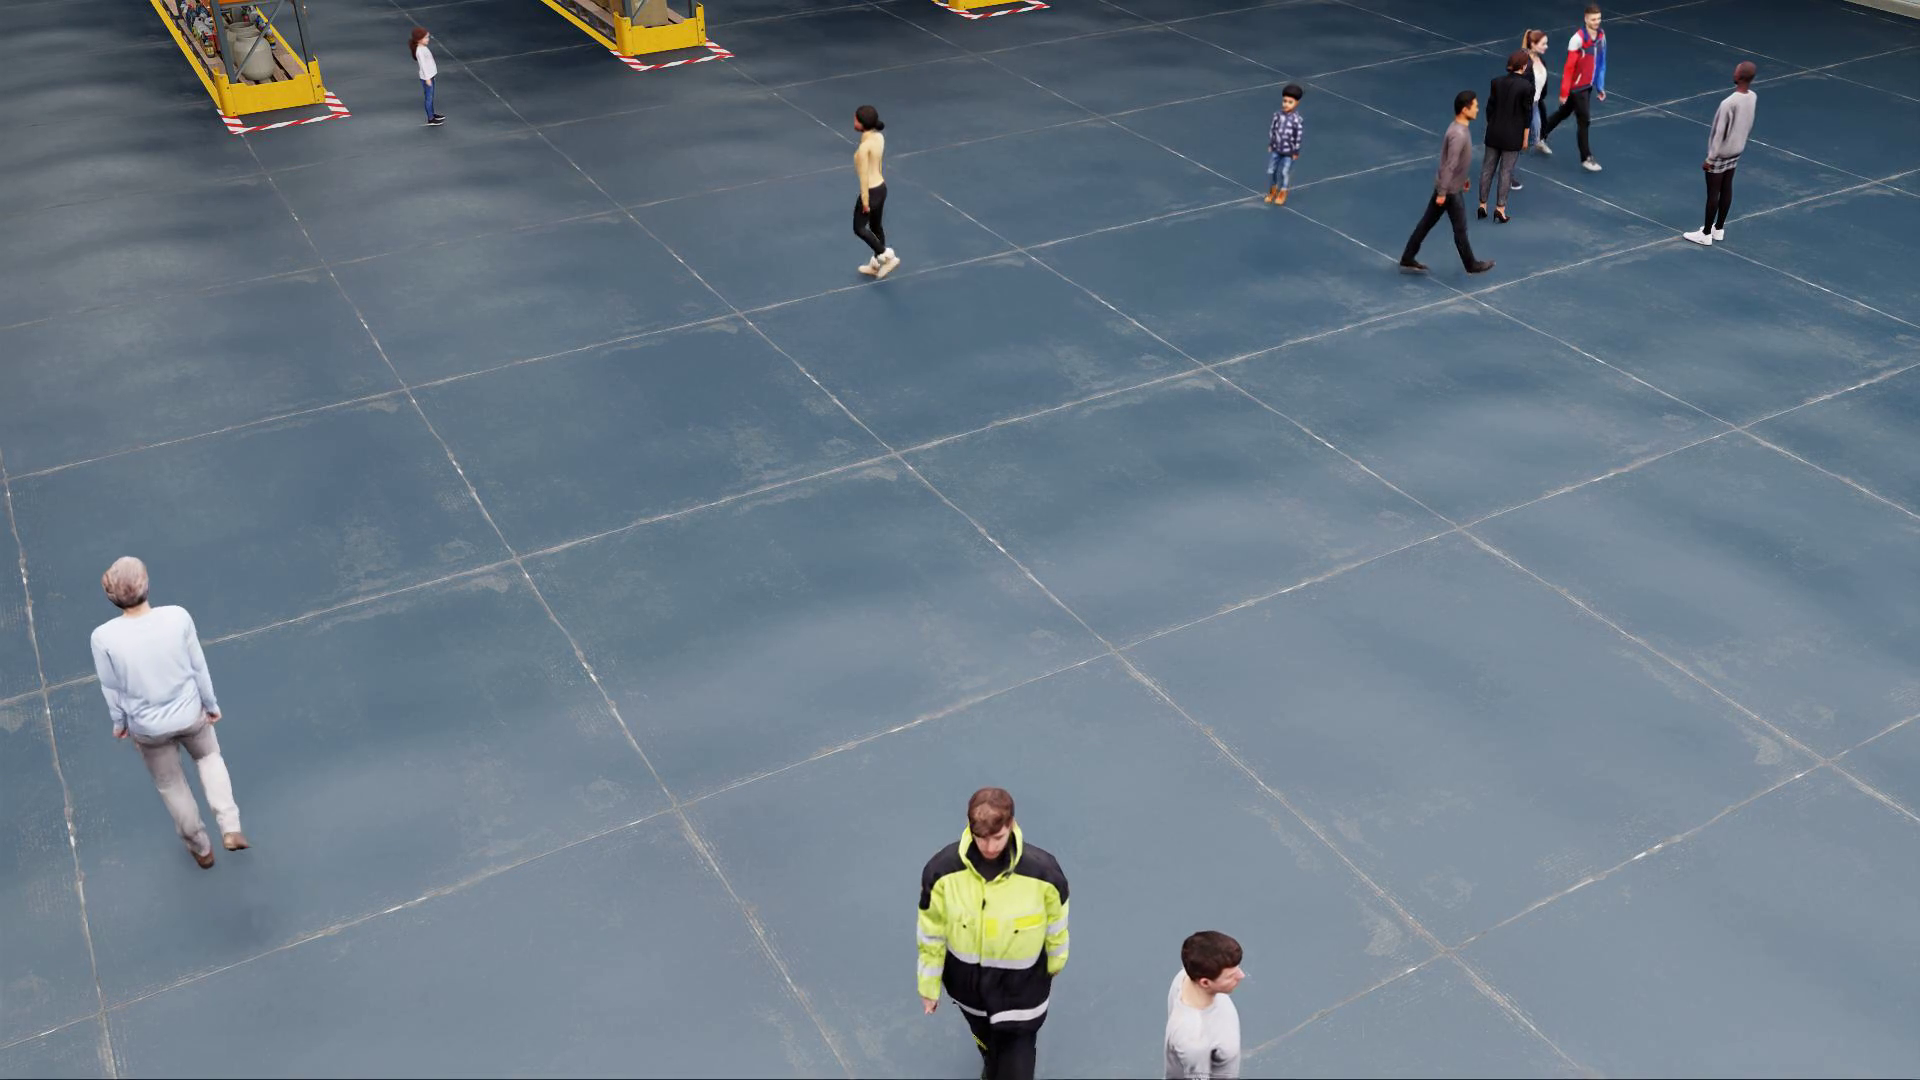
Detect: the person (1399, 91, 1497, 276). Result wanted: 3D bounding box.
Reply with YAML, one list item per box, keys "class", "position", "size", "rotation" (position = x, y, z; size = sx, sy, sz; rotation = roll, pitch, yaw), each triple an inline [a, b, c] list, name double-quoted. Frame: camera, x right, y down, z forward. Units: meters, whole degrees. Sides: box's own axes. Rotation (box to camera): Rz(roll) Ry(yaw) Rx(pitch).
- class: "person"
  position: [4.425, -3.265, 15.372]
  size: [1.180, 1.728, 1.126]
  rotation: [-23, 39, -32]

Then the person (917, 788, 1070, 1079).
- class: "person"
  position: [0.163, 1.771, 7.200]
  size: [1.203, 1.928, 1.323]
  rotation: [4, 32, 6]

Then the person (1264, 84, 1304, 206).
- class: "person"
  position: [3.360, -4.074, 17.109]
  size: [0.564, 1.243, 0.656]
  rotation: [20, 37, 28]

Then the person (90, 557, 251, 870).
- class: "person"
  position: [-4.031, 0.966, 8.525]
  size: [0.700, 1.877, 0.802]
  rotation: [-22, 38, -30]

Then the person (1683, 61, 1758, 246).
- class: "person"
  position: [7.411, -3.740, 16.084]
  size: [0.621, 1.771, 0.525]
  rotation: [-20, 37, -28]

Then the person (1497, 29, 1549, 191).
- class: "person"
  position: [5.824, -4.516, 17.407]
  size: [0.732, 1.672, 0.777]
  rotation: [-28, 41, -36]

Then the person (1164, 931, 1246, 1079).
- class: "person"
  position: [0.914, 2.232, 6.546]
  size: [0.760, 1.847, 0.677]
  rotation: [5, 33, 8]

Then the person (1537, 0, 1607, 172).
- class: "person"
  position: [6.645, -4.935, 18.037]
  size: [0.732, 1.708, 1.205]
  rotation: [-21, 38, -30]

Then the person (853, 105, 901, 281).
- class: "person"
  position: [-0.736, -3.179, 15.306]
  size: [0.859, 1.652, 0.786]
  rotation: [14, 35, 21]

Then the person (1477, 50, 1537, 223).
- class: "person"
  position: [5.424, -4.014, 16.567]
  size: [0.603, 1.719, 0.757]
  rotation: [27, 41, 36]

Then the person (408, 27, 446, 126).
- class: "person"
  position: [-6.214, -5.419, 19.363]
  size: [0.571, 1.113, 0.498]
  rotation: [-5, 33, -8]
